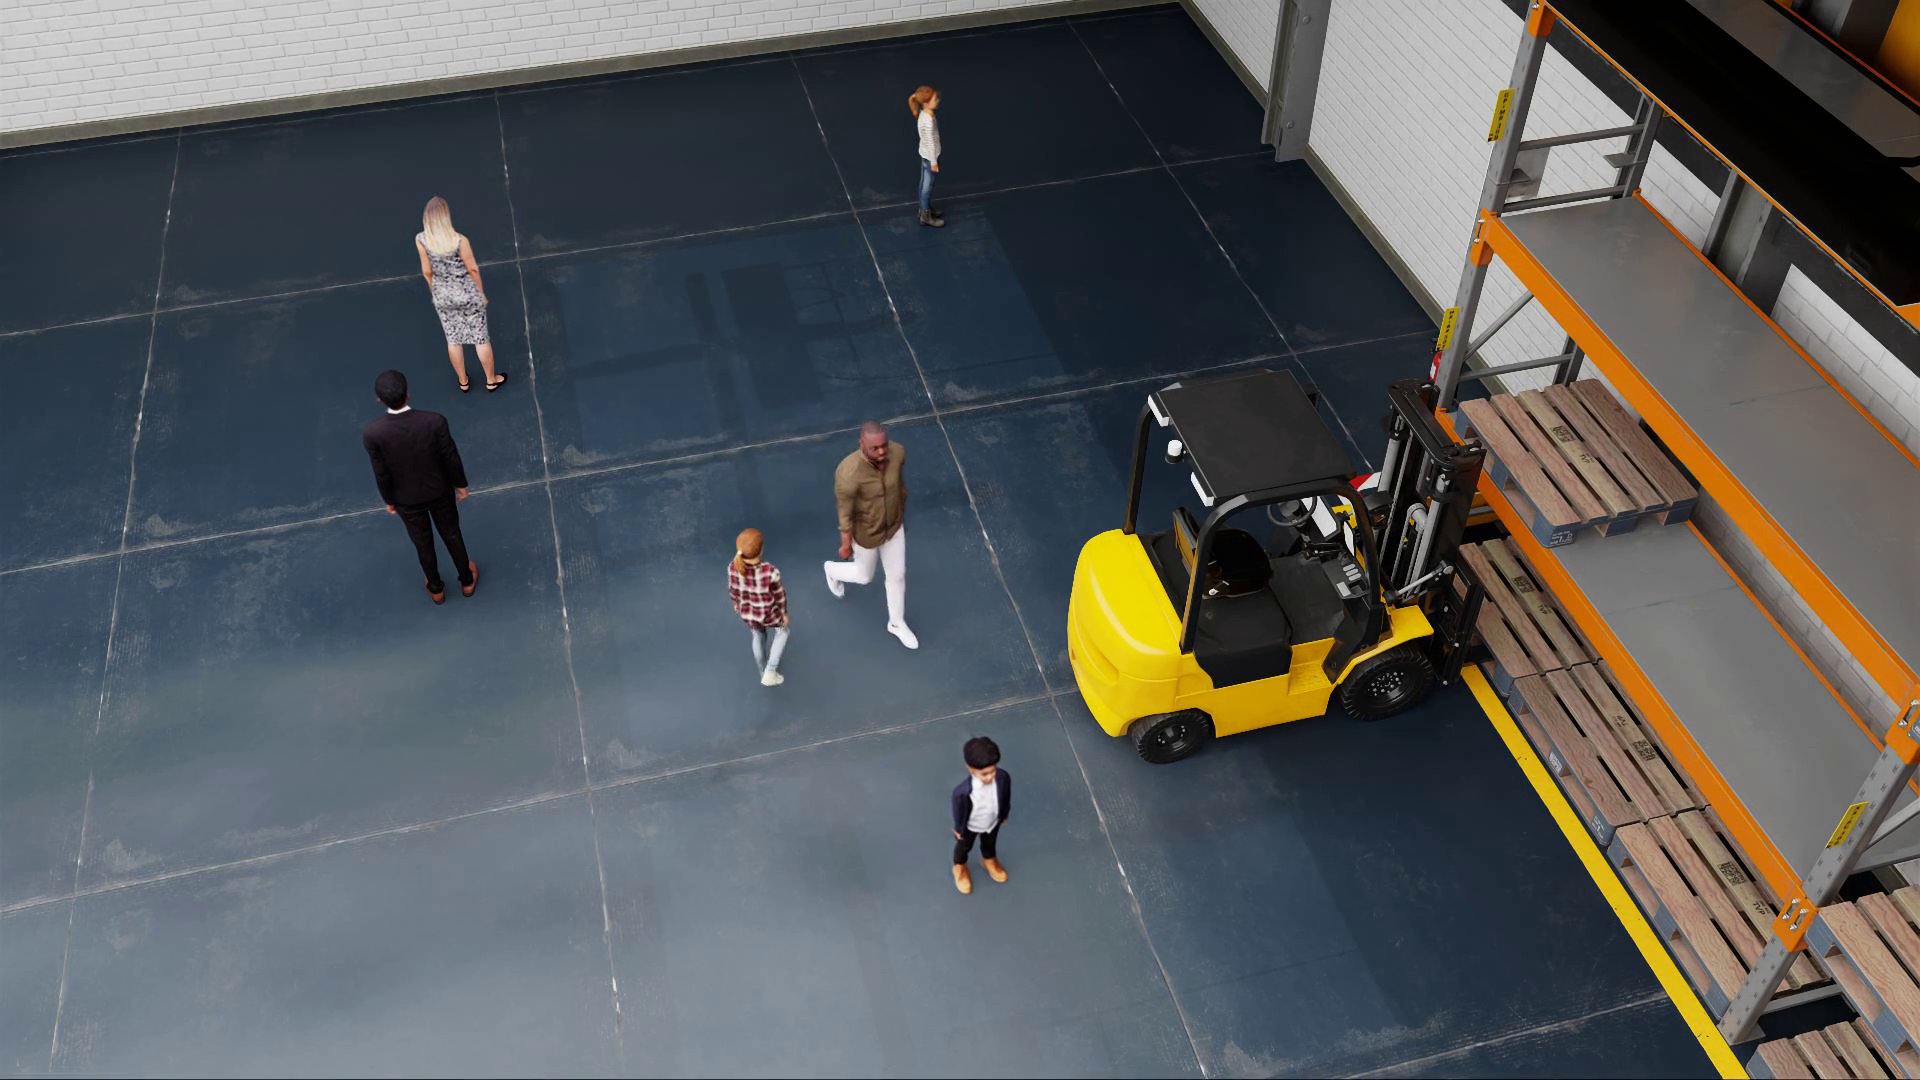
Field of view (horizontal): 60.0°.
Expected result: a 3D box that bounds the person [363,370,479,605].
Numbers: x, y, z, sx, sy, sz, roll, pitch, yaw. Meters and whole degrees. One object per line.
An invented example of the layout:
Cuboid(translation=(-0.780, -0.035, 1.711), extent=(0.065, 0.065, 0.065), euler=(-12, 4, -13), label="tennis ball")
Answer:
Cuboid(translation=(-3.539, -0.336, 10.929), extent=(0.722, 1.883, 0.574), euler=(-15, 46, -15), label="person")

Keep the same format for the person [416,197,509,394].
Cuboid(translation=(-3.822, -1.839, 12.636), extent=(0.626, 1.705, 0.592), euler=(2, 44, 3), label="person")

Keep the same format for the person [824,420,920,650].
Cuboid(translation=(-0.606, -0.104, 10.747), extent=(1.019, 1.797, 1.192), euler=(-32, 52, -29), label="person")

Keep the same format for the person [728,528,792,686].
Cuboid(translation=(-1.274, 0.472, 10.503), extent=(0.656, 1.300, 0.699), euler=(11, 45, 12), label="person")

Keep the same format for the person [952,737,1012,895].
Cuboid(translation=(0.105, 1.543, 9.438), extent=(0.521, 1.220, 0.480), euler=(-15, 46, -15), label="person")

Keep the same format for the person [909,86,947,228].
Cuboid(translation=(-0.280, -3.355, 14.509), extent=(0.553, 1.315, 0.472), euler=(-5, 44, -6), label="person")
